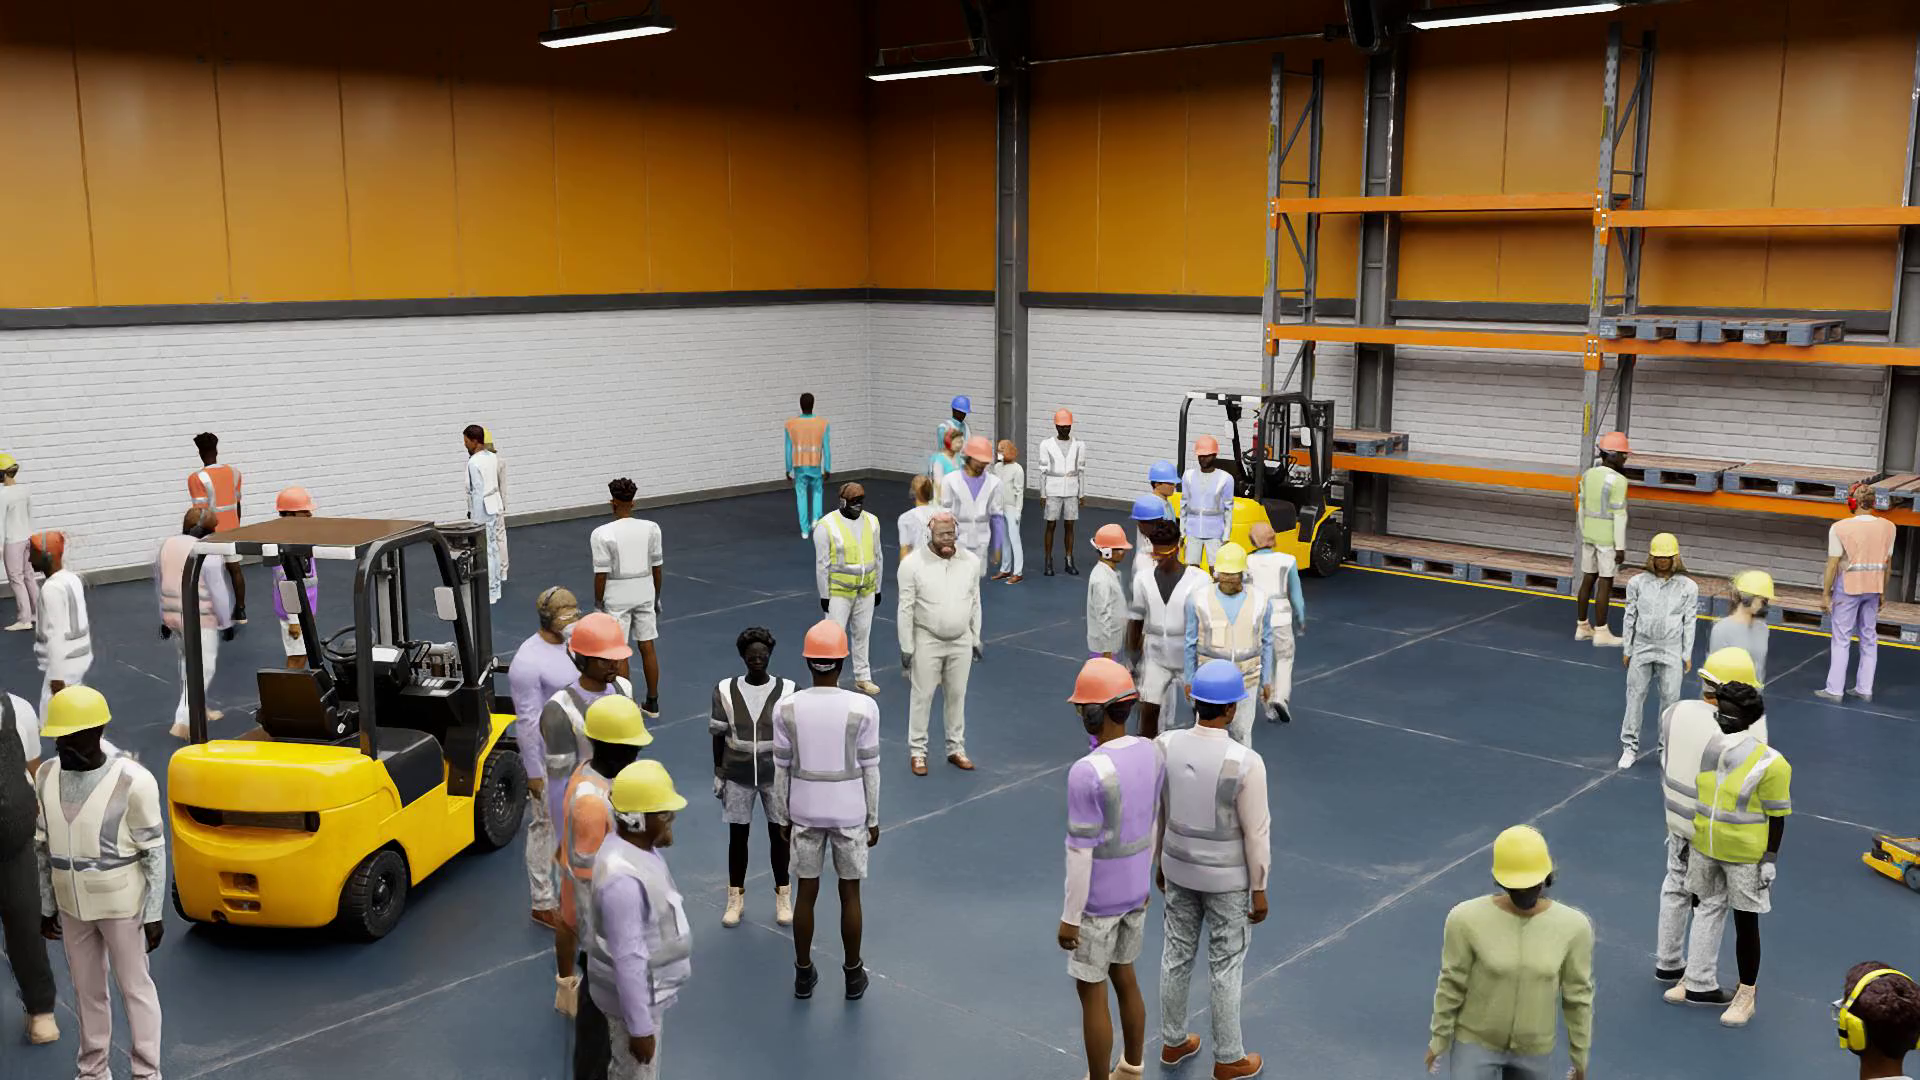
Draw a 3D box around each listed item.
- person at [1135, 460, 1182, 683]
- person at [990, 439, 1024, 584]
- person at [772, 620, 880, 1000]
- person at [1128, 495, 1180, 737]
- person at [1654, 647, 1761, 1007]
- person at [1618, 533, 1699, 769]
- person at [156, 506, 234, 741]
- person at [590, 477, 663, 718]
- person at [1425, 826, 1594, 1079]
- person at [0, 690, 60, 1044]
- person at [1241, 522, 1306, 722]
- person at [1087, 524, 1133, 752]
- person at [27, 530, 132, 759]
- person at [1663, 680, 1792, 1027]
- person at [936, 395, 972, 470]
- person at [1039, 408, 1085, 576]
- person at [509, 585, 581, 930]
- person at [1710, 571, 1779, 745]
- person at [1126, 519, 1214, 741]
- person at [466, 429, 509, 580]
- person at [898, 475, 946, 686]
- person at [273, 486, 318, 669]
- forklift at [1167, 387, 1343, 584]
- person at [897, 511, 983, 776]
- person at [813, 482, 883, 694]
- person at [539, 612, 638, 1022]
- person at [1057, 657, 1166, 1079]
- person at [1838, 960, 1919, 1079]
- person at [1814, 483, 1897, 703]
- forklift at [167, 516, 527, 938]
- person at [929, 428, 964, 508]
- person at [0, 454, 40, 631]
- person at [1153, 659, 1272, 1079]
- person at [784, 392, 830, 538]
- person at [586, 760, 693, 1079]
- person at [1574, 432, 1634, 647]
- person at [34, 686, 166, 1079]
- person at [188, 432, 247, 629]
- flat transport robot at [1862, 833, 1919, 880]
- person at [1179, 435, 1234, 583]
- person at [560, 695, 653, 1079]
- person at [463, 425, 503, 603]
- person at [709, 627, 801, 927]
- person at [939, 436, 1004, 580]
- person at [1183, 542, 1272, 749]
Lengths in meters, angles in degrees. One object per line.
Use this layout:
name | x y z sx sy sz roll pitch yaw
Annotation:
person | 1.717 0.274 14.447 0.406 1.947 0.606 4 11 23
person | 0.537 -0.327 18.794 0.272 1.627 0.502 -7 12 -35
person | -0.662 1.356 8.363 0.540 1.929 0.390 1 10 8
person | 1.438 0.626 12.448 0.402 1.943 0.608 5 11 26
person | 3.729 1.421 8.288 0.403 1.821 0.602 -3 10 -15
person | 5.026 0.809 11.985 0.490 1.744 0.295 4 11 20
person | -5.953 0.639 12.847 0.656 1.800 0.682 5 11 28
person | -2.646 0.478 13.235 0.609 1.964 0.367 -7 12 -36
person | 1.978 1.856 6.049 0.628 1.734 0.558 0 10 3
person | -4.732 1.368 7.956 0.684 2.000 0.884 -10 14 -43
person | 2.444 0.665 13.154 0.577 1.611 0.472 2 10 12
person | 1.102 0.746 12.314 0.326 1.751 0.559 1 10 6
person | -6.061 0.854 11.346 0.537 1.873 0.582 -3 10 -18
person | 3.745 1.511 8.116 0.315 1.696 0.541 -6 12 -32
person | -0.039 -0.851 20.878 0.402 1.938 0.602 8 13 37
person | 1.183 -0.551 19.176 0.542 1.938 0.358 -2 10 -10
person | -2.241 1.197 9.255 0.379 1.931 0.635 3 11 19
person | 4.972 1.041 10.711 0.533 1.723 0.781 -4 11 -21
person | 1.529 0.810 11.468 0.836 1.931 0.570 6 12 30
person | -5.348 -0.383 18.773 0.295 1.744 0.488 9 14 43
person | -0.311 0.350 14.381 0.520 1.819 0.493 -5 11 -26
person | -5.134 0.543 12.943 0.359 1.939 0.542 -2 10 -11
forklift | 3.298 -0.608 18.767 1.214 2.155 2.313 9 13 42
person | -0.125 0.735 11.944 0.651 1.906 0.403 -4 11 -23
person | -0.918 0.421 13.957 0.623 1.835 0.431 -7 12 -34
person | -1.757 1.345 8.123 0.420 2.033 0.607 6 11 30
person | 0.623 1.509 7.194 0.403 2.030 0.612 8 13 37
person | 2.451 2.060 4.544 0.512 1.861 0.325 -2 10 -11
person | 7.438 0.448 13.781 0.562 1.837 0.387 -1 10 -6
forklift | -3.583 0.976 9.748 1.214 2.155 2.313 2 10 11
person | -0.128 -0.311 18.134 0.455 1.824 0.599 5 11 27
person | -9.362 0.020 16.442 0.345 1.757 0.524 0 10 1
person | 1.129 1.492 7.511 0.614 1.947 0.388 8 13 40
person | -1.987 -0.967 21.659 0.590 1.905 0.446 -1 10 -7
person | -1.230 1.742 6.463 0.416 1.821 0.596 -2 10 -10
person | 6.136 -0.013 15.819 0.394 2.040 0.610 -3 10 -14
person | -3.717 1.560 7.182 0.586 1.928 0.380 2 10 12
person | -7.369 -0.093 16.491 0.370 1.963 0.608 4 11 22
flat transport robot | 5.977 1.979 9.510 0.652 0.197 1.431 -2 10 -13
person | 2.421 -0.073 16.450 0.542 1.939 0.365 5 11 25
person | -1.500 1.580 7.139 0.476 1.903 0.602 -3 10 -14
person | -5.069 -0.276 17.676 0.392 1.915 0.590 0 10 0
person | -1.124 1.310 9.255 0.535 1.700 0.318 0 10 -3
person | 0.115 0.024 15.675 0.631 2.016 0.591 -2 10 -13
person | 1.794 0.914 11.138 0.601 1.829 0.404 0 10 2
